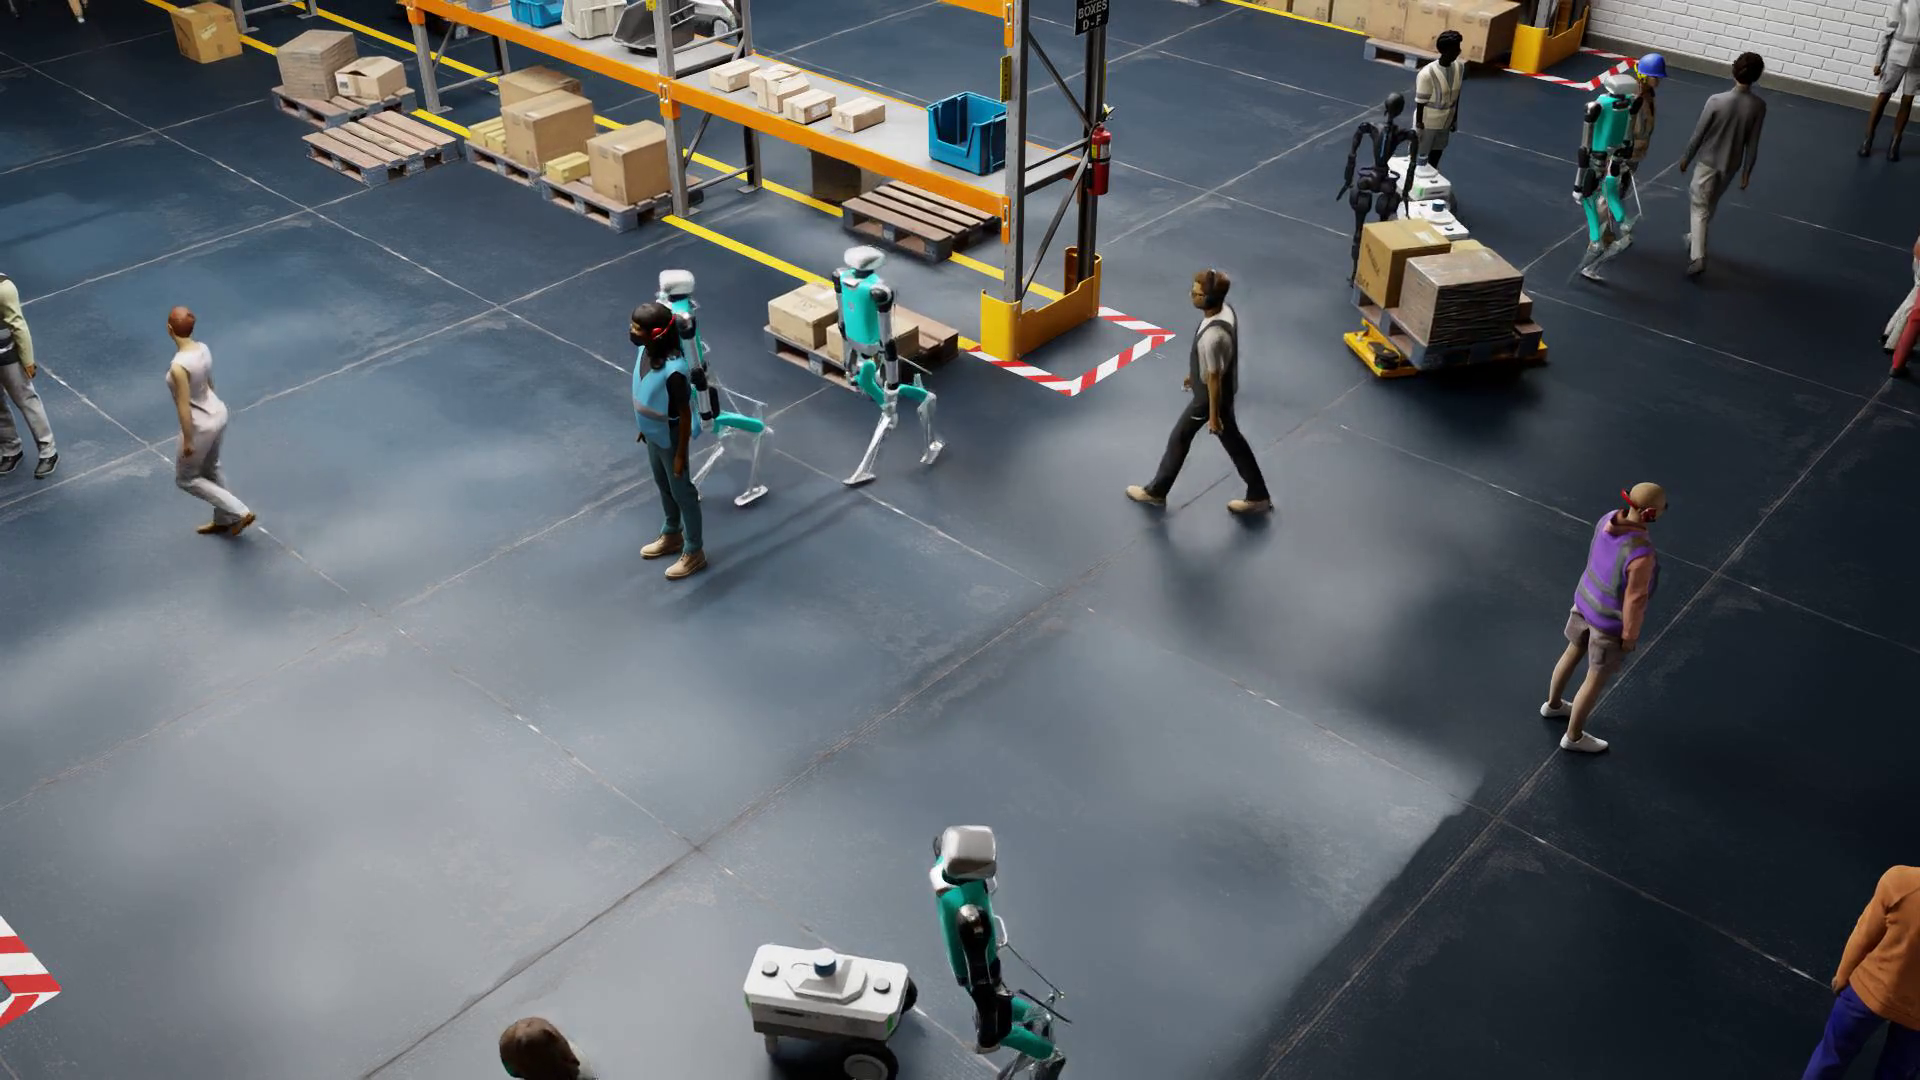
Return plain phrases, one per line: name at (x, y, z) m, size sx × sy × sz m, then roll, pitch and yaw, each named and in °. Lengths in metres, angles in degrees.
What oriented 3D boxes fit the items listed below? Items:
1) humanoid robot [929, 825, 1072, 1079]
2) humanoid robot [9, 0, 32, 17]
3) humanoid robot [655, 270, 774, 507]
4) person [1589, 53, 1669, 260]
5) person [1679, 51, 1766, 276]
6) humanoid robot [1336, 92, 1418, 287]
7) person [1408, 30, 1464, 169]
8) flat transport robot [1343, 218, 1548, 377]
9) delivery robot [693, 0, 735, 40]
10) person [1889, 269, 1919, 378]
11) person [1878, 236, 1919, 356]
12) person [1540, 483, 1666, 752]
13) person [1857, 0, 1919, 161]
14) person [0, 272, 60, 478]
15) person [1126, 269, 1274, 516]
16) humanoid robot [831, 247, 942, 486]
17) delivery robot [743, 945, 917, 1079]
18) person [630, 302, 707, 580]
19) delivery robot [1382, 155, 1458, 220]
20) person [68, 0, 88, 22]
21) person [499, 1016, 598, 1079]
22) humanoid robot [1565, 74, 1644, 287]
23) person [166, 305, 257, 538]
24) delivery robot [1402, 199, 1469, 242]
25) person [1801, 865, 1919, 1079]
humanoid robot at (0.240, 1.845, 6.852) m, size 0.726 × 1.800 × 0.539 m, roll -7°, pitch 35°, yaw -10°
humanoid robot at (-11.574, -7.168, 20.001) m, size 0.603 × 1.637 × 0.773 m, roll -15°, pitch 37°, yaw -20°
humanoid robot at (-1.564, -0.983, 10.958) m, size 0.903 × 1.781 × 0.559 m, roll -15°, pitch 37°, yaw -20°
person at (5.739, -3.291, 14.248) m, size 0.315 × 1.777 × 0.481 m, roll 23°, pitch 41°, yaw 29°
person at (6.407, -3.176, 14.014) m, size 0.527 × 1.857 × 0.932 m, roll 3°, pitch 35°, yaw 5°
humanoid robot at (3.454, -2.921, 13.811) m, size 0.608 × 1.648 × 0.480 m, roll 10°, pitch 36°, yaw 14°
person at (4.281, -3.767, 15.013) m, size 0.532 × 1.693 × 0.320 m, roll -20°, pitch 39°, yaw -26°
flat transport robot at (3.823, -1.579, 13.097) m, size 1.431 × 0.231 × 0.659 m, roll -8°, pitch 36°, yaw -12°
delivery robot at (-2.897, -6.241, 19.595) m, size 0.784 × 0.589 × 0.499 m, roll 14°, pitch 37°, yaw 20°
person at (7.385, -1.967, 12.350) m, size 0.516 × 1.756 × 0.338 m, roll 28°, pitch 43°, yaw 34°
person at (7.482, -2.170, 12.725) m, size 0.398 × 1.668 × 0.463 m, roll -1°, pitch 35°, yaw -1°
person at (3.490, 0.408, 8.973) m, size 0.351 × 1.686 × 0.486 m, roll -4°, pitch 35°, yaw -6°
person at (9.155, -4.631, 16.064) m, size 0.548 × 1.927 × 0.389 m, roll 14°, pitch 37°, yaw 19°
person at (-6.567, -1.259, 11.269) m, size 0.591 × 1.824 × 0.403 m, roll 2°, pitch 35°, yaw 3°
person at (1.652, -0.942, 10.840) m, size 0.989 × 1.800 × 0.509 m, roll 14°, pitch 37°, yaw 19°
humanoid robot at (-0.412, -1.228, 11.328) m, size 0.933 × 1.803 × 0.538 m, roll -28°, pitch 44°, yaw -35°
delivery robot at (-0.577, 2.090, 7.526) m, size 0.761 × 0.590 × 0.499 m, roll 6°, pitch 35°, yaw 9°
person at (-1.816, -0.629, 10.315) m, size 0.374 × 1.865 × 0.538 m, roll -23°, pitch 41°, yaw -30°
delivery robot at (4.197, -3.218, 15.235) m, size 0.499 × 0.612 × 0.814 m, roll -8°, pitch 35°, yaw -12°
person at (-10.778, -7.148, 19.893) m, size 0.565 × 1.708 × 0.855 m, roll -21°, pitch 40°, yaw -28°
person at (-1.437, 2.361, 6.222) m, size 0.995 × 1.593 × 0.520 m, roll -8°, pitch 35°, yaw -11°
humanoid robot at (5.382, -2.876, 13.685) m, size 0.538 × 1.793 × 0.663 m, roll -14°, pitch 37°, yaw -19°
person at (-4.878, -0.711, 10.630) m, size 0.390 × 1.631 × 0.476 m, roll 0°, pitch 35°, yaw 0°
delivery robot at (4.099, -2.650, 14.382) m, size 0.512 × 0.576 × 0.748 m, roll -6°, pitch 35°, yaw -9°
person at (3.800, 1.820, 6.682) m, size 0.515 × 1.972 × 0.404 m, roll 19°, pitch 39°, yaw 26°
